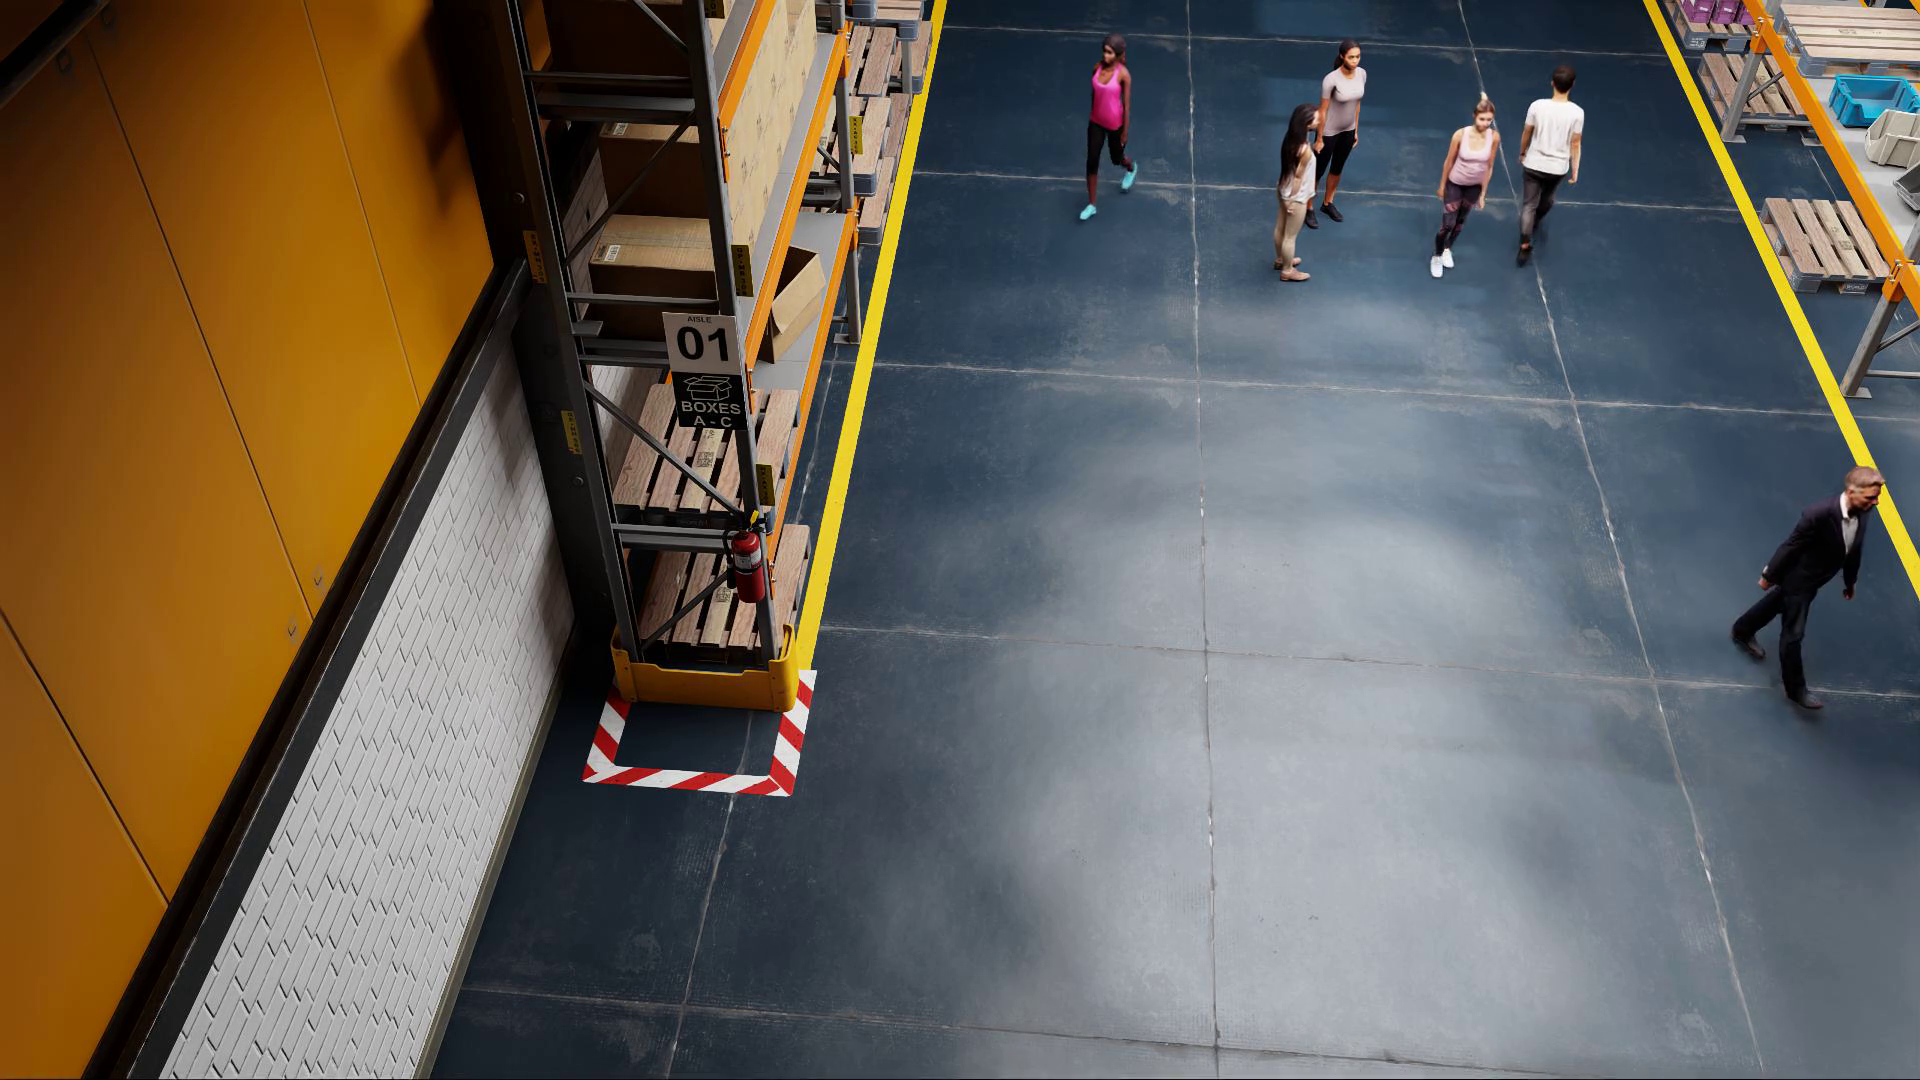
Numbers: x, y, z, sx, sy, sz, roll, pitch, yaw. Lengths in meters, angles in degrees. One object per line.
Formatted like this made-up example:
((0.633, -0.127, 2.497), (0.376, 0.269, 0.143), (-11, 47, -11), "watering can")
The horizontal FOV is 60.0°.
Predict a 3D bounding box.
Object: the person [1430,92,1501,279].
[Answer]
((4.315, -3.097, 14.270), (0.583, 1.636, 0.674), (0, 44, 0), "person")

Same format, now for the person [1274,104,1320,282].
((2.812, -2.938, 14.090), (0.677, 1.653, 0.619), (-27, 50, -25), "person")

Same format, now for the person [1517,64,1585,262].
((5.036, -3.202, 14.358), (0.863, 1.666, 1.150), (15, 46, 16), "person")

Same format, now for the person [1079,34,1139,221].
((1.379, -3.745, 14.904), (0.914, 1.698, 1.140), (26, 49, 24), "person")

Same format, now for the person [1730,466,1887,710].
((5.429, 0.138, 10.770), (1.023, 1.779, 1.201), (-18, 46, -18), "person")

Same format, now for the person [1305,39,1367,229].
((3.327, -3.616, 14.733), (0.692, 1.747, 0.701), (-18, 47, -18), "person")
